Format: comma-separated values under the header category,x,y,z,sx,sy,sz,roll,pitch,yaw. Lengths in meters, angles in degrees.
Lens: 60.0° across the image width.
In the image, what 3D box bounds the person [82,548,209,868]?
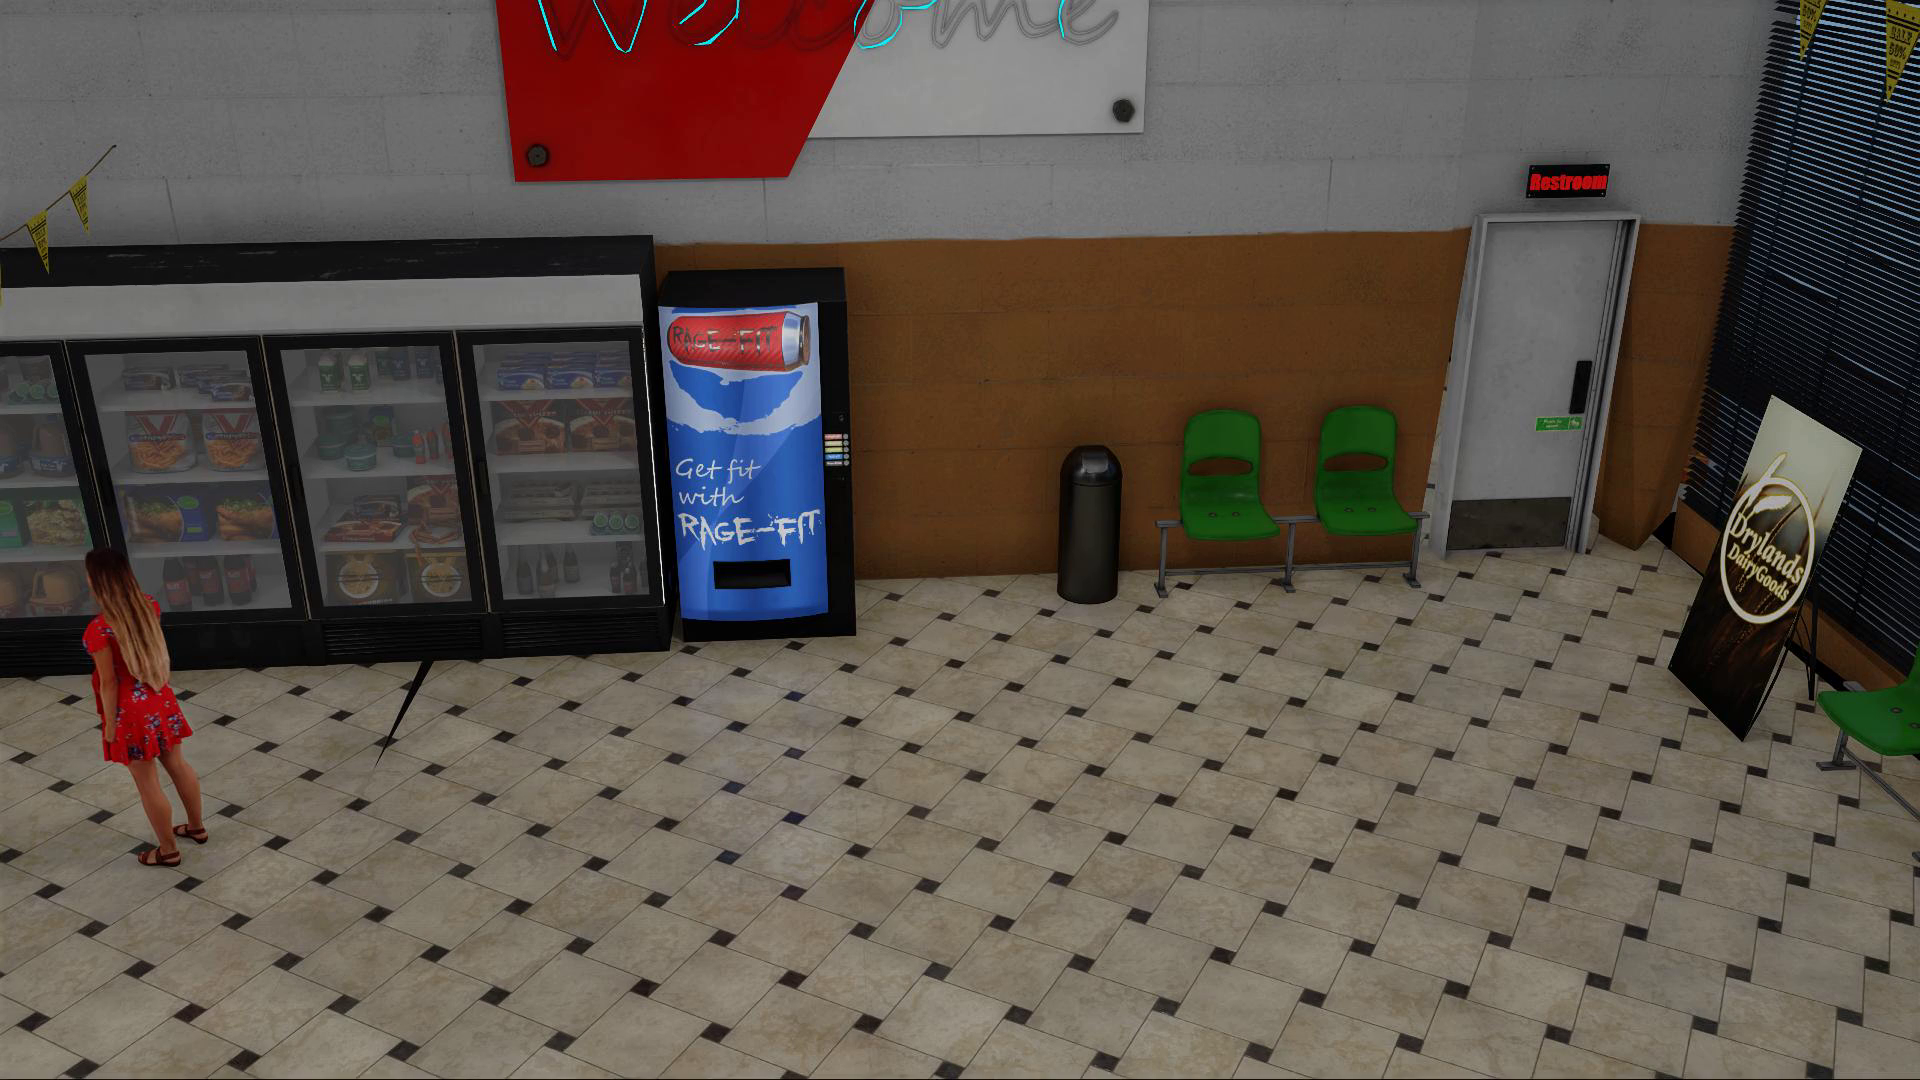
category,x,y,z,sx,sy,sz,roll,pitch,yaw
person,-3.782,0.774,7.676,0.708,1.592,0.597,7,25,17
